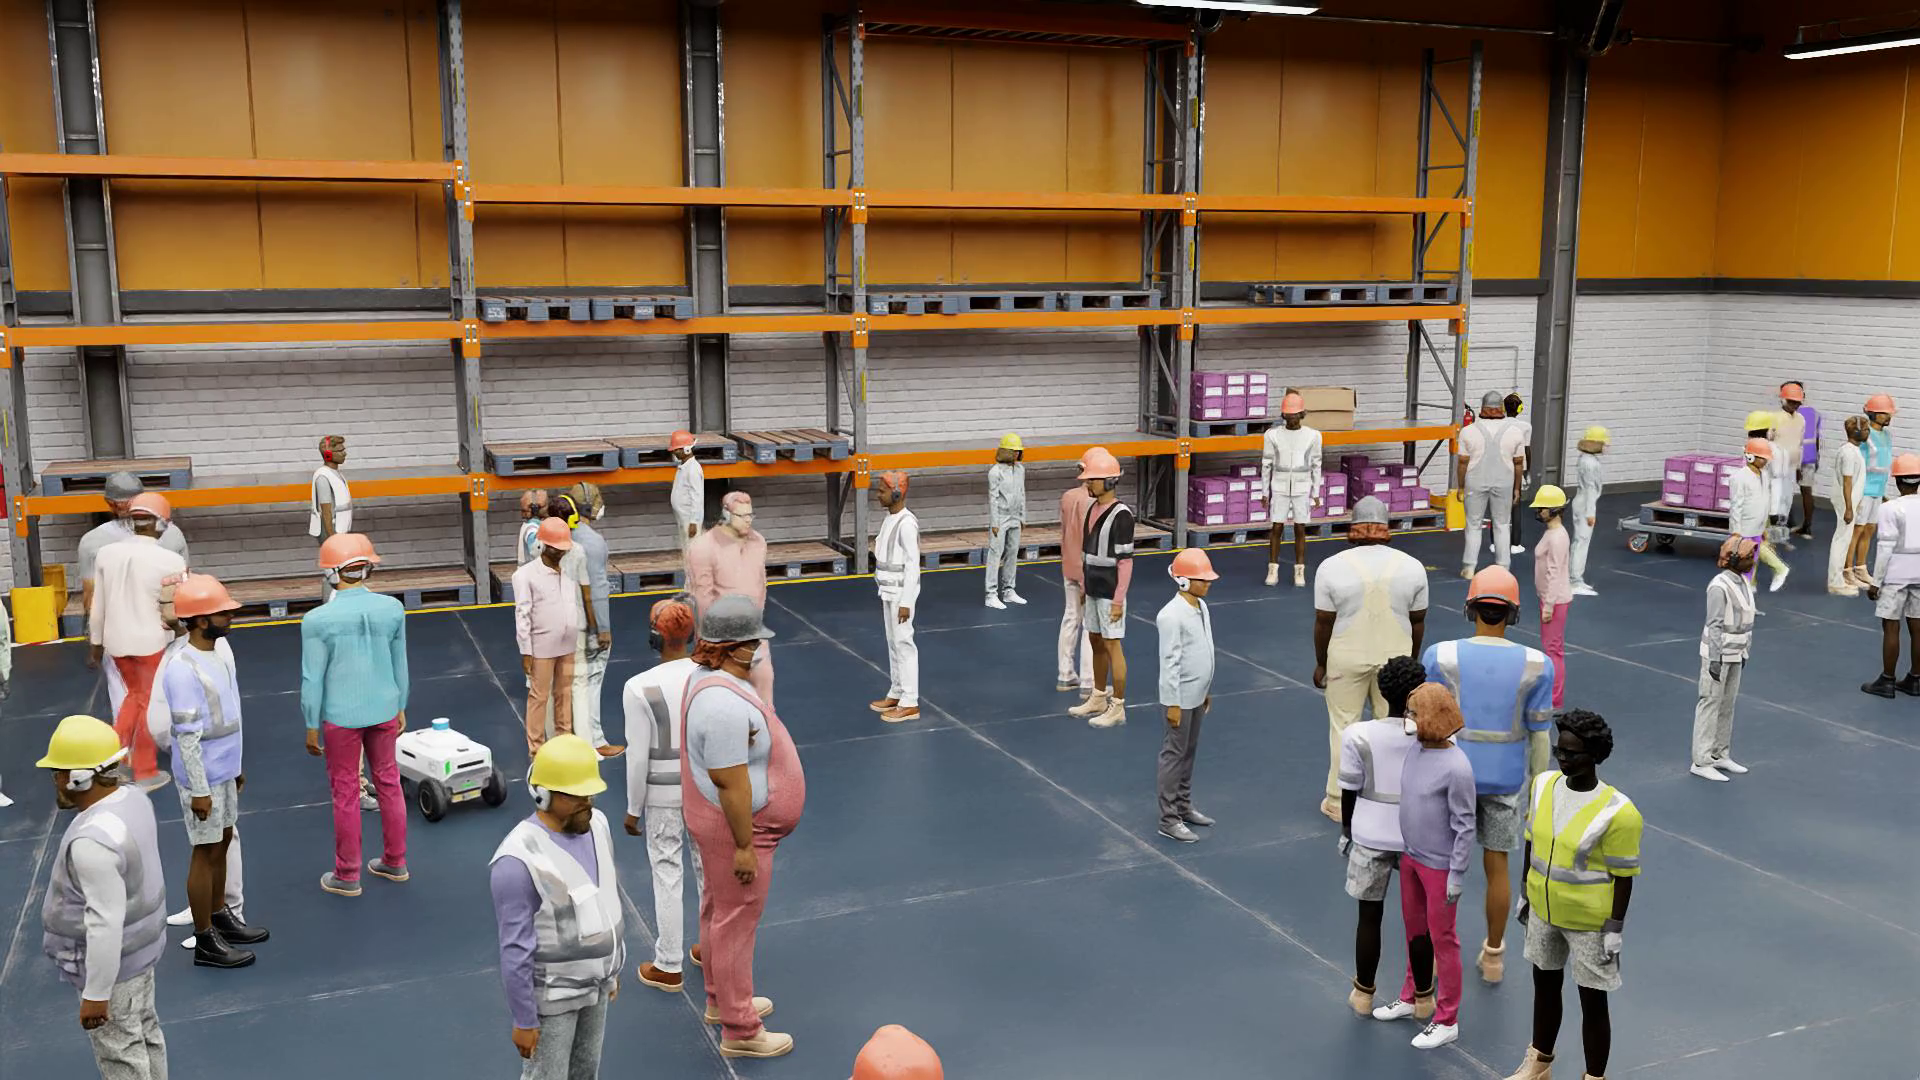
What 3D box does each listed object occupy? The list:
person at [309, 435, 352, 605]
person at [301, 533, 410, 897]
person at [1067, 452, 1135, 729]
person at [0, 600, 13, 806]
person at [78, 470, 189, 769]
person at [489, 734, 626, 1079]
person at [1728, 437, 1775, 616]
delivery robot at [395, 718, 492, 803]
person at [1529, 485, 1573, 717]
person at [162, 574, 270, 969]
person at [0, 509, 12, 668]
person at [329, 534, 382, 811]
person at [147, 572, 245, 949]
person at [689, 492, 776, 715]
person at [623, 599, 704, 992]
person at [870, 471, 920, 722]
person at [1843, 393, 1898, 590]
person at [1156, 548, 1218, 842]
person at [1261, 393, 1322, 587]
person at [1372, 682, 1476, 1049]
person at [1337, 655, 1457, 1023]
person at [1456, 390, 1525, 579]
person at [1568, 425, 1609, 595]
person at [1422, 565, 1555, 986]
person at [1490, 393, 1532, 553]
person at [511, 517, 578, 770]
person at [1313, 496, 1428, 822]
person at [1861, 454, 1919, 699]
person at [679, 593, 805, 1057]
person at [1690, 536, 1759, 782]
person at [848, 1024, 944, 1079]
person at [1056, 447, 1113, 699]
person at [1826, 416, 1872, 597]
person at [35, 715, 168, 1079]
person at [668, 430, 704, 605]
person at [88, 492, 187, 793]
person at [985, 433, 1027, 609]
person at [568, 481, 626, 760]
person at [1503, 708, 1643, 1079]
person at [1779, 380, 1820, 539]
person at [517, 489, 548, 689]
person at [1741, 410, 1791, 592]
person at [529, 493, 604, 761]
[{"bbox_3d":[-5.718,-0.035,15.169,0.389,1.847,0.563,-2,10,-13],"label":"person"},{"bbox_3d":[-3.311,0.947,9.120,0.407,1.987,0.615,8,13,39],"label":"person"},{"bbox_3d":[1.042,0.366,12.298,0.377,2.043,0.613,-4,11,-23],"label":"person"},{"bbox_3d":[-6.177,0.911,10.366,0.323,1.630,0.512,7,12,36],"label":"person"},{"bbox_3d":[-5.648,0.528,11.373,0.685,2.000,0.538,-9,13,-42],"label":"person"},{"bbox_3d":[-1.398,1.577,5.936,0.403,1.827,0.600,4,10,20],"label":"person"},{"bbox_3d":[7.556,-0.113,15.905,0.559,1.746,0.332,-7,12,-37],"label":"person"},{"bbox_3d":[-3.272,1.372,10.514,0.707,0.478,0.477,10,14,44],"label":"delivery robot"},{"bbox_3d":[4.454,0.457,12.601,0.341,1.756,0.518,2,10,14],"label":"person"},{"bbox_3d":[-3.675,1.128,8.198,0.349,1.942,0.545,-1,10,-8],"label":"person"},{"bbox_3d":[-8.158,0.254,13.773,0.342,1.751,0.564,1,10,3],"label":"person"},{"bbox_3d":[-3.786,0.823,10.499,0.342,1.749,0.572,-3,10,-15],"label":"person"},{"bbox_3d":[-3.888,1.102,8.451,0.409,1.909,0.640,-7,12,-34],"label":"person"},{"bbox_3d":[-1.503,0.611,11.386,0.651,1.876,0.829,-8,13,-40],"label":"person"},{"bbox_3d":[-1.341,1.206,7.919,0.575,1.885,0.355,-9,13,-41],"label":"person"},{"bbox_3d":[-0.475,0.414,12.478,0.342,1.882,0.586,-3,10,-17],"label":"person"},{"bbox_3d":[9.479,-0.503,17.302,0.605,2.045,0.380,-6,12,-32],"label":"person"},{"bbox_3d":[1.374,0.911,9.988,0.326,1.752,0.561,5,11,27],"label":"person"},{"bbox_3d":[3.458,-0.516,17.379,0.615,2.041,0.392,2,10,12],"label":"person"},{"bbox_3d":[2.071,1.426,7.371,0.267,1.632,0.507,-3,10,-18],"label":"person"},{"bbox_3d":[1.980,1.360,7.563,0.535,1.697,0.322,2,10,14],"label":"person"},{"bbox_3d":[5.666,-0.596,17.850,0.688,2.000,0.536,2,10,11],"label":"person"},{"bbox_3d":[6.445,-0.311,17.069,0.312,1.742,0.491,2,10,12],"label":"person"},{"bbox_3d":[2.491,1.127,7.968,0.611,2.029,0.409,2,10,10],"label":"person"},{"bbox_3d":[6.391,-0.778,19.391,0.521,1.870,0.319,5,11,28],"label":"person"},{"bbox_3d":[-2.728,0.704,11.209,0.335,1.743,0.561,7,12,36],"label":"person"},{"bbox_3d":[2.492,0.720,10.263,0.683,2.000,0.536,0,10,1],"label":"person"},{"bbox_3d":[7.403,0.285,13.089,0.542,1.931,0.375,-2,10,-10],"label":"person"},{"bbox_3d":[-0.952,1.228,7.338,0.538,2.000,0.681,-3,10,-17],"label":"person"},{"bbox_3d":[5.099,0.784,11.084,0.514,1.634,0.312,-9,13,-43],"label":"person"},{"bbox_3d":[-0.138,1.971,3.884,0.563,1.752,0.328,-8,13,-38],"label":"person"},{"bbox_3d":[1.036,0.253,13.136,0.420,1.987,0.621,-7,12,-34],"label":"person"},{"bbox_3d":[9.084,-0.351,16.995,0.332,1.844,0.517,5,11,27],"label":"person"},{"bbox_3d":[-3.153,1.537,6.155,0.404,1.830,0.599,-2,10,-14],"label":"person"},{"bbox_3d":[-2.727,-0.230,16.578,0.335,1.746,0.571,-4,11,-23],"label":"person"},{"bbox_3d":[-5.278,0.668,10.805,0.649,1.956,0.479,2,10,9],"label":"person"},{"bbox_3d":[0.481,-0.192,16.414,0.343,1.736,0.484,9,13,42],"label":"person"},{"bbox_3d":[-2.593,0.556,11.500,0.355,1.938,0.636,-8,13,-39],"label":"person"},{"bbox_3d":[2.471,1.507,6.718,0.319,1.697,0.533,-6,11,-30],"label":"person"},{"bbox_3d":[10.271,-0.988,20.422,0.728,1.923,0.586,-3,10,-16],"label":"person"},{"bbox_3d":[-3.346,0.415,13.176,0.309,1.641,0.512,-4,10,-20],"label":"person"},{"bbox_3d":[8.169,-0.378,16.984,0.509,1.906,0.596,0,10,2],"label":"person"},{"bbox_3d":[-2.694,0.613,11.375,0.512,1.872,0.330,4,11,21],"label":"person"}]
